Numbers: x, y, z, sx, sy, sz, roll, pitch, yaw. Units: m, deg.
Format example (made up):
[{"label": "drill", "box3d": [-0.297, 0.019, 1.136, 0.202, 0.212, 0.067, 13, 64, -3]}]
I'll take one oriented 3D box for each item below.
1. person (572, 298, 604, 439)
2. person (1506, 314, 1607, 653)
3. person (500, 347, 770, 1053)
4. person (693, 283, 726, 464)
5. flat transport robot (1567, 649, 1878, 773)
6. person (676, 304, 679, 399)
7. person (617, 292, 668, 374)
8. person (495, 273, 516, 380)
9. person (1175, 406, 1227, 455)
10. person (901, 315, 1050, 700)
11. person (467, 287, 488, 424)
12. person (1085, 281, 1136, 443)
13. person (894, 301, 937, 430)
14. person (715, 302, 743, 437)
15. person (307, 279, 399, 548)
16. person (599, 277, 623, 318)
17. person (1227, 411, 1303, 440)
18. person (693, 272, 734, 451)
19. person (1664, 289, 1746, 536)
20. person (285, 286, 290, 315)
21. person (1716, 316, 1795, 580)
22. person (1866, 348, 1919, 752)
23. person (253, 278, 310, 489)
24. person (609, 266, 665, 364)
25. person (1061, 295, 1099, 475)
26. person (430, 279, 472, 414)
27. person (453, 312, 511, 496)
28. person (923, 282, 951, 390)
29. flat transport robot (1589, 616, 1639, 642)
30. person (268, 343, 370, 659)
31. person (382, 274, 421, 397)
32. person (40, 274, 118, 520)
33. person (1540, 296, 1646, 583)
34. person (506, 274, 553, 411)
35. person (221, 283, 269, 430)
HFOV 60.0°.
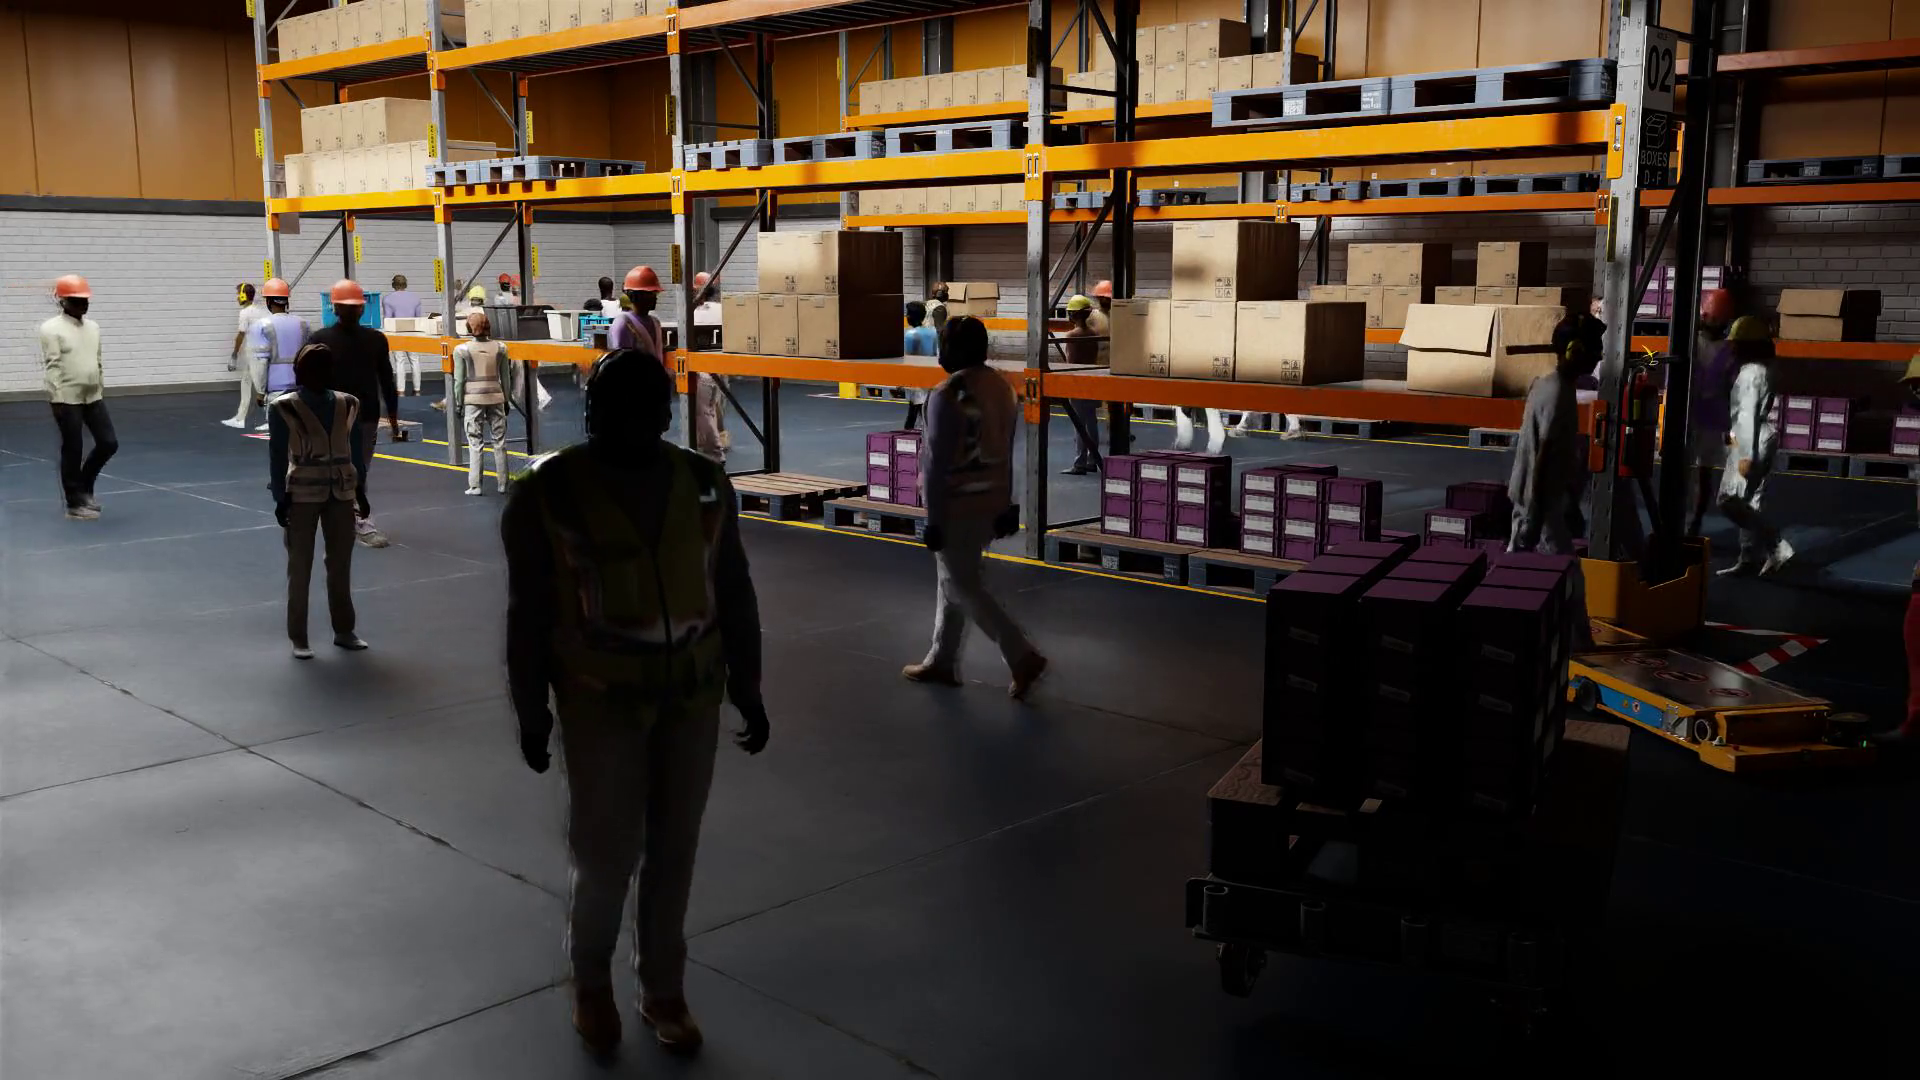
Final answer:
[{"label": "person", "box3d": [-4.109, -1.874, 18.730, 0.544, 1.687, 0.404, -1, 9, -3]}, {"label": "person", "box3d": [2.806, -0.162, 7.916, 0.904, 1.813, 0.517, 1, 9, 9]}, {"label": "person", "box3d": [-0.822, 0.419, 4.291, 0.646, 1.823, 0.445, -6, 11, -33]}, {"label": "person", "box3d": [-2.640, -1.699, 17.179, 0.460, 1.889, 0.713, 2, 9, 11]}, {"label": "flat transport robot", "box3d": [3.219, 0.708, 7.285, 0.652, 0.197, 1.431, -2, 9, -12]}, {"label": "person", "box3d": [-4.154, -3.059, 25.510, 0.604, 1.859, 0.626, -8, 12, -41]}, {"label": "person", "box3d": [-3.819, -2.043, 19.576, 0.929, 1.763, 0.627, 8, 12, 40]}, {"label": "person", "box3d": [-8.218, -3.866, 30.226, 0.370, 1.939, 0.543, 8, 12, 40]}, {"label": "person", "box3d": [2.067, -1.252, 14.305, 0.595, 1.901, 0.586, -7, 11, -35]}, {"label": "person", "box3d": [0.073, -0.150, 7.837, 0.837, 1.818, 0.632, 6, 11, 32]}, {"label": "person", "box3d": [-6.347, -2.440, 21.975, 0.612, 1.778, 0.928, -3, 10, -17]}, {"label": "person", "box3d": [1.666, -2.004, 18.975, 0.567, 1.881, 0.978, -8, 12, -40]}, {"label": "person", "box3d": [-0.546, -1.745, 18.039, 0.819, 1.656, 0.557, 5, 11, 28]}, {"label": "person", "box3d": [-2.857, -2.004, 19.773, 0.520, 1.623, 0.428, -8, 12, -39]}, {"label": "person", "box3d": [-4.518, -0.955, 12.337, 0.625, 1.958, 0.995, -9, 13, -44]}, {"label": "person", "box3d": [-4.633, -2.529, 22.096, 0.386, 1.916, 0.590, 6, 11, 32]}, {"label": "person", "box3d": [3.674, -2.091, 19.702, 1.007, 1.837, 0.586, 9, 13, 43]}, {"label": "person", "box3d": [-2.810, -1.978, 18.521, 0.627, 1.989, 1.060, -8, 12, -40]}, {"label": "person", "box3d": [5.279, -0.831, 11.802, 0.572, 1.874, 0.756, 5, 11, 30]}, {"label": "person", "box3d": [-11.122, -3.297, 27.099, 0.583, 1.829, 0.607, -1, 9, -7]}, {"label": "person", "box3d": [5.113, -0.575, 10.698, 0.455, 1.726, 0.506, 8, 12, 41]}, {"label": "person", "box3d": [4.104, 0.071, 6.747, 0.641, 1.728, 0.541, 6, 11, 32]}, {"label": "person", "box3d": [-6.208, -1.422, 15.244, 0.378, 1.938, 0.547, 7, 11, 36]}, {"label": "person", "box3d": [-2.416, -1.063, 12.721, 0.397, 2.044, 0.609, 3, 10, 18]}, {"label": "person", "box3d": [1.176, -1.524, 16.393, 0.328, 1.769, 0.526, 7, 11, 35]}, {"label": "person", "box3d": [-6.878, -2.685, 23.206, 1.048, 1.876, 0.651, -8, 12, -39]}, {"label": "person", "box3d": [-4.251, -1.206, 14.842, 0.513, 1.638, 0.307, -6, 11, -34]}, {"label": "person", "box3d": [-0.299, -2.700, 23.386, 0.429, 1.839, 0.633, -3, 10, -16]}, {"label": "flat transport robot", "box3d": [2.748, 0.554, 8.230, 1.431, 0.197, 0.652, -2, 9, -12]}, {"label": "person", "box3d": [-3.350, -0.208, 8.717, 0.311, 1.638, 0.523, 8, 13, 42]}, {"label": "person", "box3d": [-8.830, -3.235, 26.360, 0.628, 1.940, 0.377, -8, 12, -39]}, {"label": "person", "box3d": [-7.102, -1.140, 13.413, 0.425, 1.980, 0.625, 3, 10, 18]}, {"label": "person", "box3d": [4.054, -0.601, 10.462, 0.674, 1.849, 1.006, -7, 12, -37]}, {"label": "person", "box3d": [-6.228, -2.821, 23.775, 0.951, 1.962, 0.619, 4, 10, 21]}, {"label": "person", "box3d": [-8.979, -2.275, 20.812, 0.877, 1.838, 0.515, 0, 9, -2]}]
